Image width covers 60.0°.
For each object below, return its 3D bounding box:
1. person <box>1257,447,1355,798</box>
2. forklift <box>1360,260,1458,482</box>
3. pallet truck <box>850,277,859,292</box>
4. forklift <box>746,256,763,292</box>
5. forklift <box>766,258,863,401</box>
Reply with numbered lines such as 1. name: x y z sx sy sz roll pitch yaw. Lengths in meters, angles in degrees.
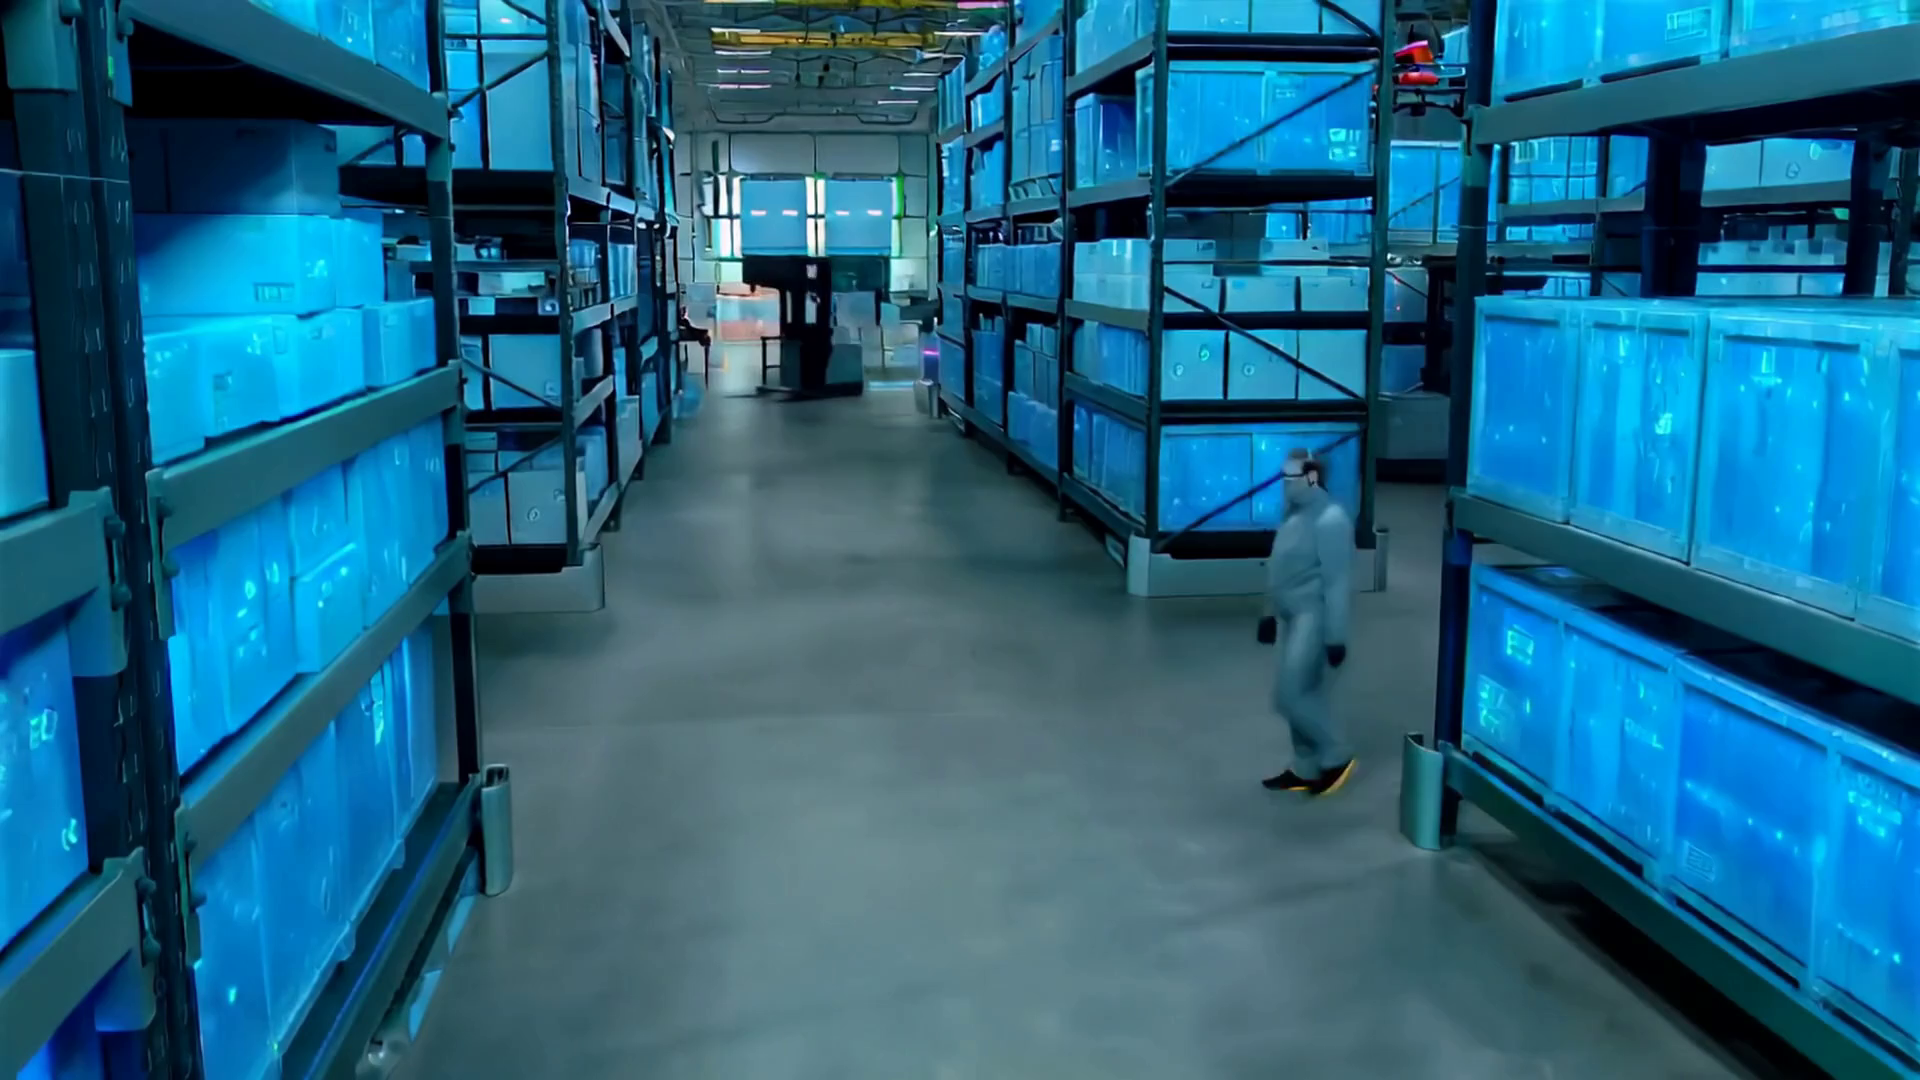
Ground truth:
1. person: 1.817 0.442 8.872 0.427 1.888 0.648 -1 10 -6
2. forklift: 6.258 -2.206 21.407 1.873 2.768 1.129 -1 10 -7
3. pallet truck: -3.782 -9.391 65.808 1.885 1.965 0.823 2 10 10
4. forklift: -7.237 -8.630 58.809 1.873 2.768 1.129 -4 11 -24
5. forklift: -2.961 -4.255 33.337 1.873 2.768 1.129 -10 14 -44
